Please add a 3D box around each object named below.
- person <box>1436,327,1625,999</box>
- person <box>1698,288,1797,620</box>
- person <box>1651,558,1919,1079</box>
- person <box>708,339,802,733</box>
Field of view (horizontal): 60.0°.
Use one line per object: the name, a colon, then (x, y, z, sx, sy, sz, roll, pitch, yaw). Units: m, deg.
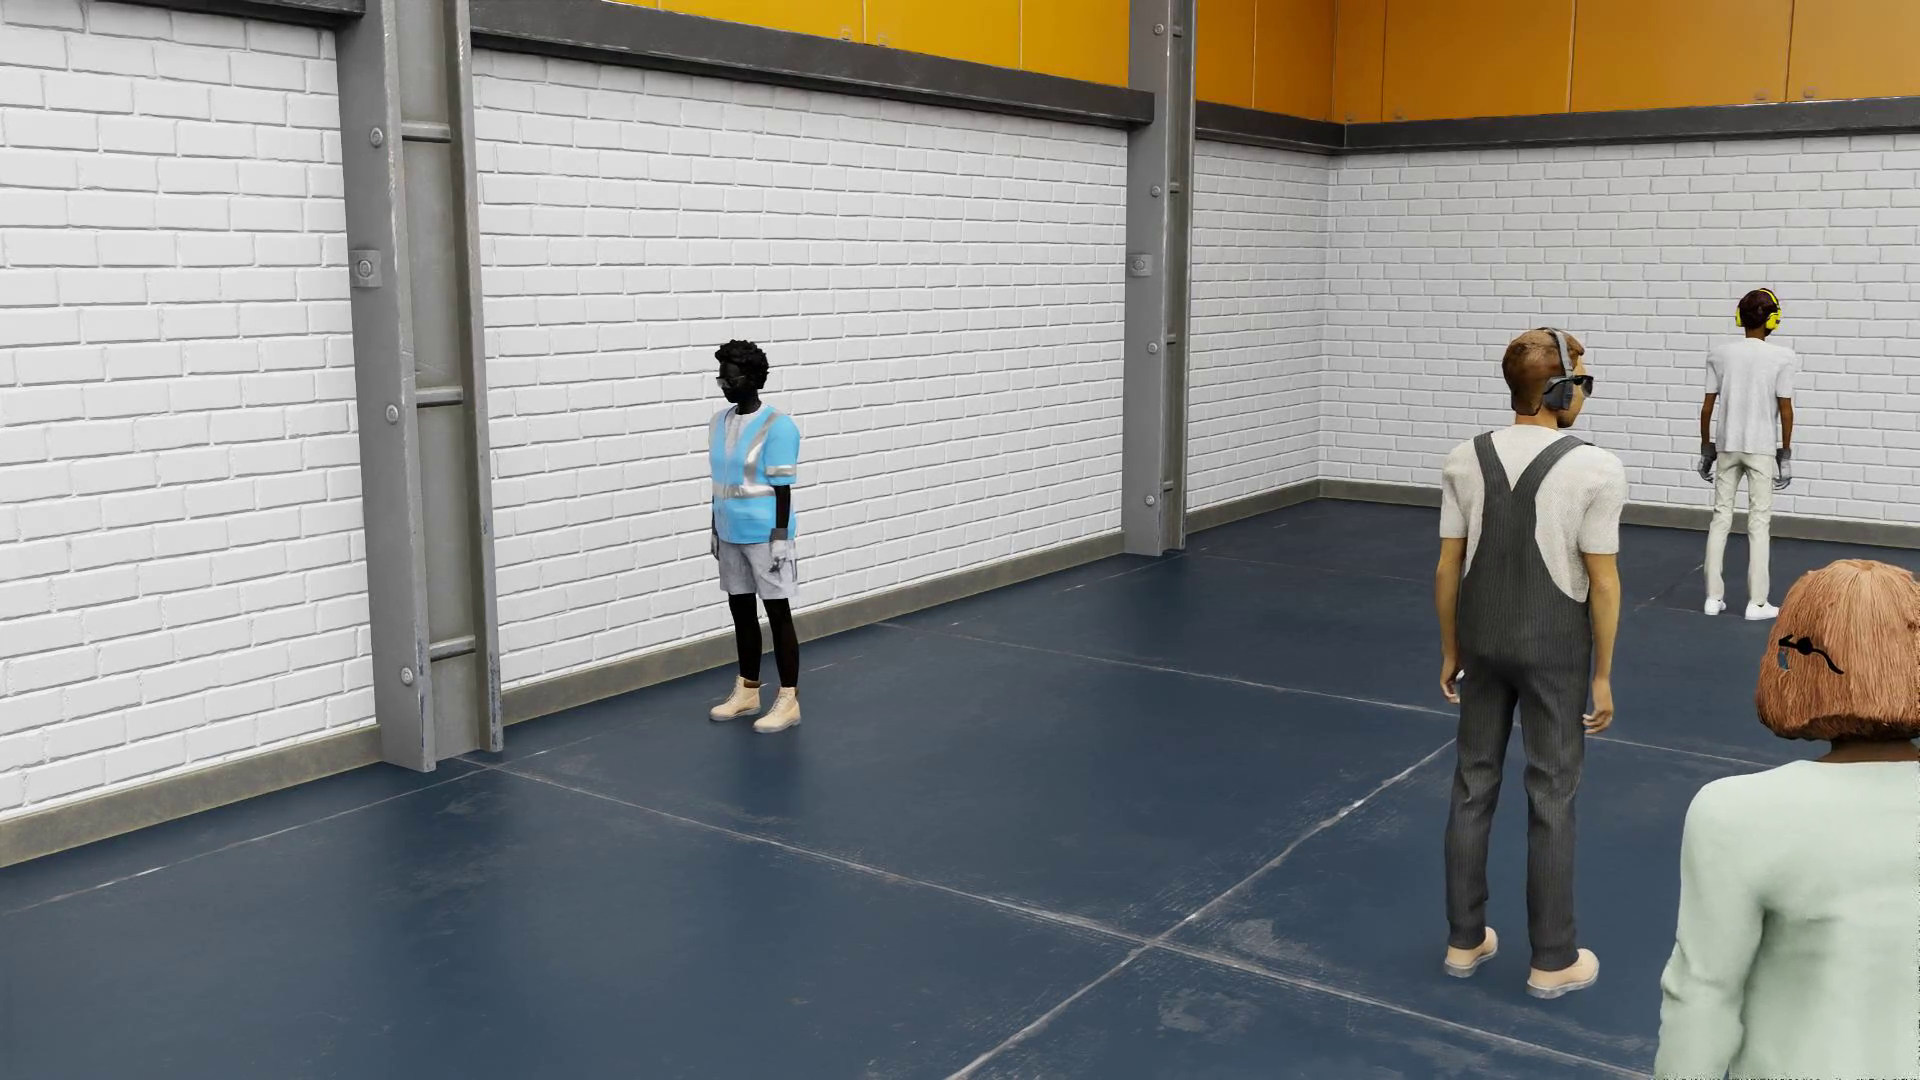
person: (1.563, 0.339, 4.612, 0.505, 1.842, 0.345, 8, 13, 41)
person: (4.455, -0.484, 9.433, 0.513, 1.871, 0.329, 9, 13, 44)
person: (1.220, 0.839, 2.311, 0.512, 1.623, 0.321, 0, 10, 0)
person: (-0.904, -0.019, 7.198, 0.532, 1.691, 0.318, 8, 13, 40)
